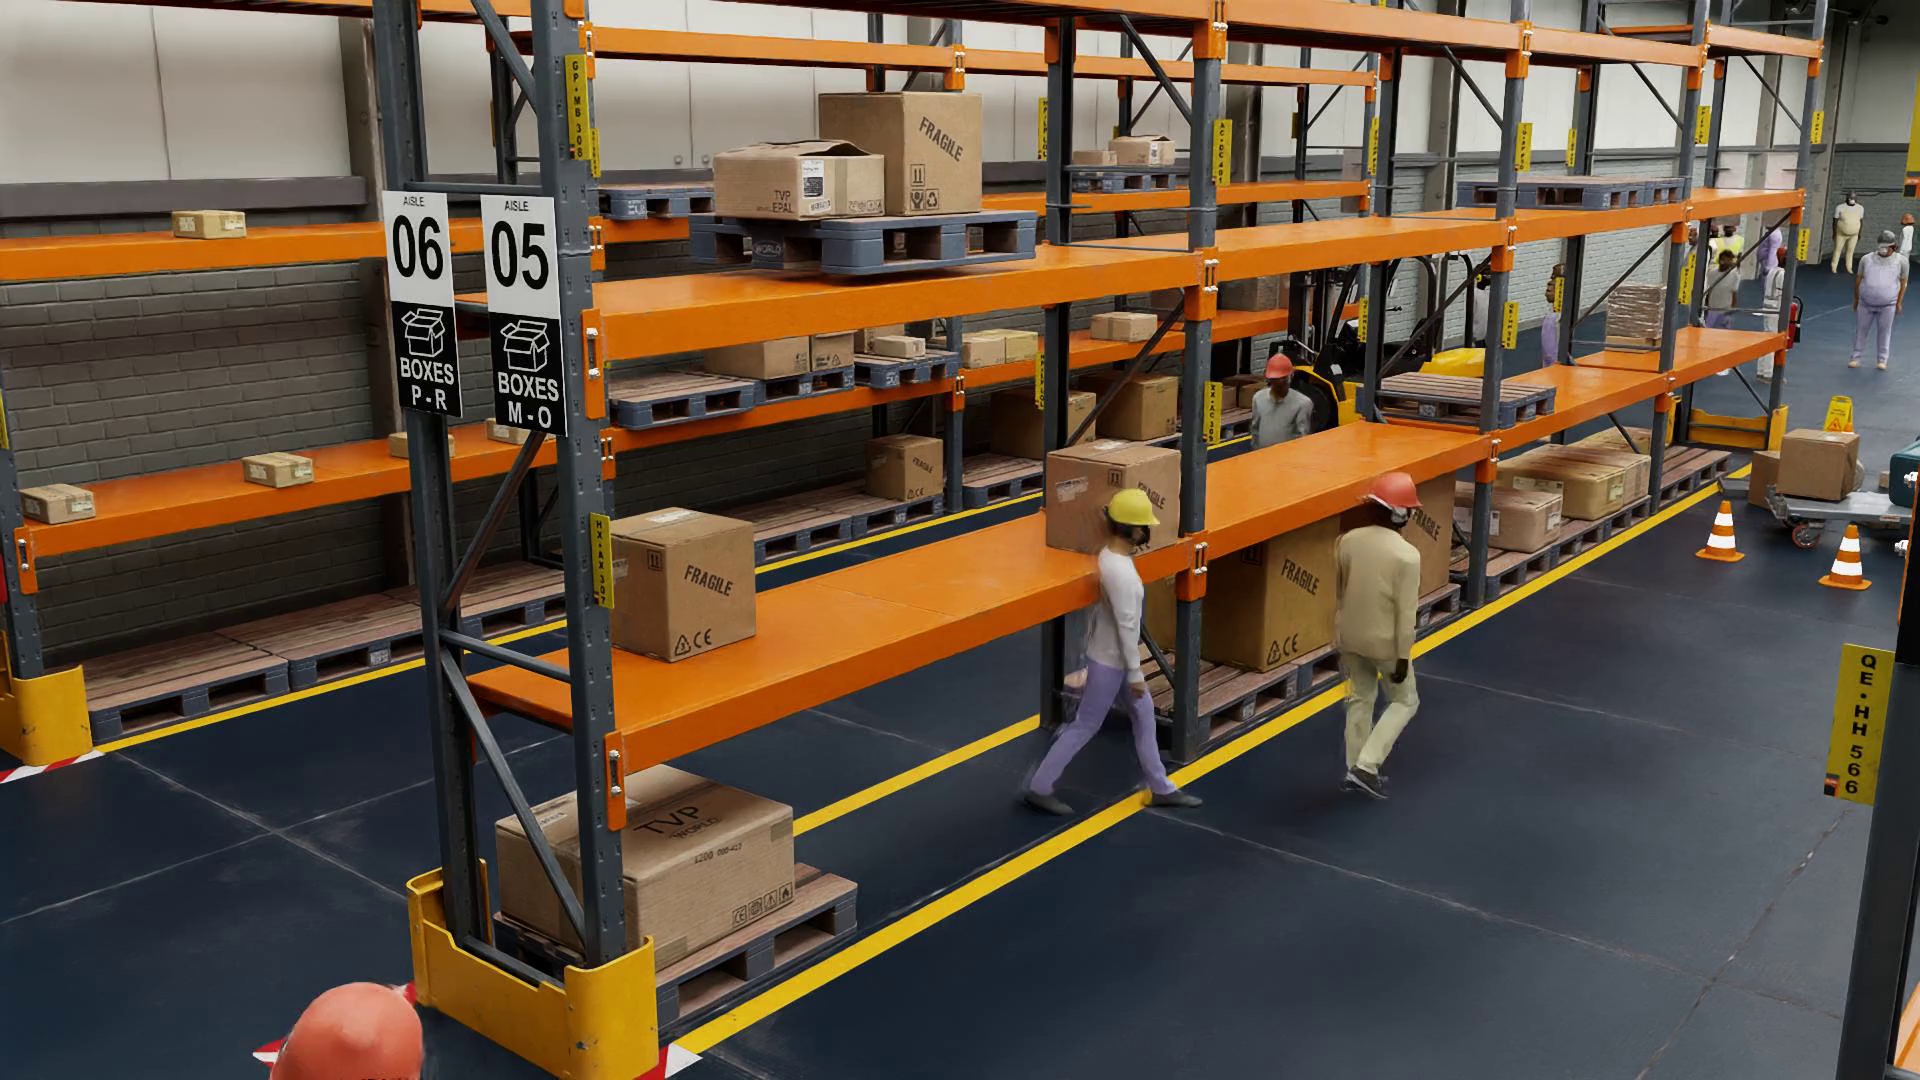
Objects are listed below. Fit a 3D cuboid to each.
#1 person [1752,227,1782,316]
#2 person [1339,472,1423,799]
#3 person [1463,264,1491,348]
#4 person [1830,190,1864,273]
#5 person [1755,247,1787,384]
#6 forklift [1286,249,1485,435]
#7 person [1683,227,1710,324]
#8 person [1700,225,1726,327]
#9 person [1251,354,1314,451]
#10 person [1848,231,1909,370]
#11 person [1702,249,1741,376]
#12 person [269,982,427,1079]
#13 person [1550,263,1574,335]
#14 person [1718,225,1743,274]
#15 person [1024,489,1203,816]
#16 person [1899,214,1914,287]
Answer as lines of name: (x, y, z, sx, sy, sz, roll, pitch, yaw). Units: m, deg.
person: (15.349, -5.226, 31.625, 0.410, 1.909, 0.643, 6, 15, 23)
person: (2.194, 0.500, 8.666, 0.363, 1.737, 0.568, -8, 16, -30)
person: (6.367, -2.464, 20.452, 0.329, 1.873, 0.516, 10, 17, 34)
person: (21.868, -7.587, 40.960, 0.688, 2.000, 0.536, 2, 14, 9)
person: (11.325, -3.114, 23.076, 0.361, 1.882, 0.575, 2, 14, 9)
forklift: (4.886, -2.214, 18.767, 2.313, 2.155, 1.214, 11, 18, 38)
person: (12.104, -4.204, 27.479, 0.398, 1.901, 0.650, 3, 14, 13)
person: (13.371, -4.726, 29.734, 0.621, 1.838, 0.429, -11, 18, -38)
person: (2.543, -0.653, 13.415, 0.560, 1.696, 0.900, 10, 17, 34)
person: (13.484, -3.525, 24.422, 0.674, 2.000, 0.535, 9, 17, 33)
person: (10.740, -3.202, 23.588, 0.971, 1.808, 0.507, -13, 19, -42)
person: (-1.157, 1.723, 3.148, 0.541, 1.993, 0.647, -9, 17, -33)
person: (7.496, -2.538, 20.807, 0.328, 1.844, 0.513, 3, 14, 11)
person: (14.333, -5.078, 31.173, 0.576, 1.828, 0.443, 3, 14, 10)
person: (0.763, 0.577, 8.394, 0.920, 1.717, 0.529, 1, 14, 4)
person: (21.159, -6.474, 37.269, 0.264, 1.632, 0.508, 13, 19, 42)
